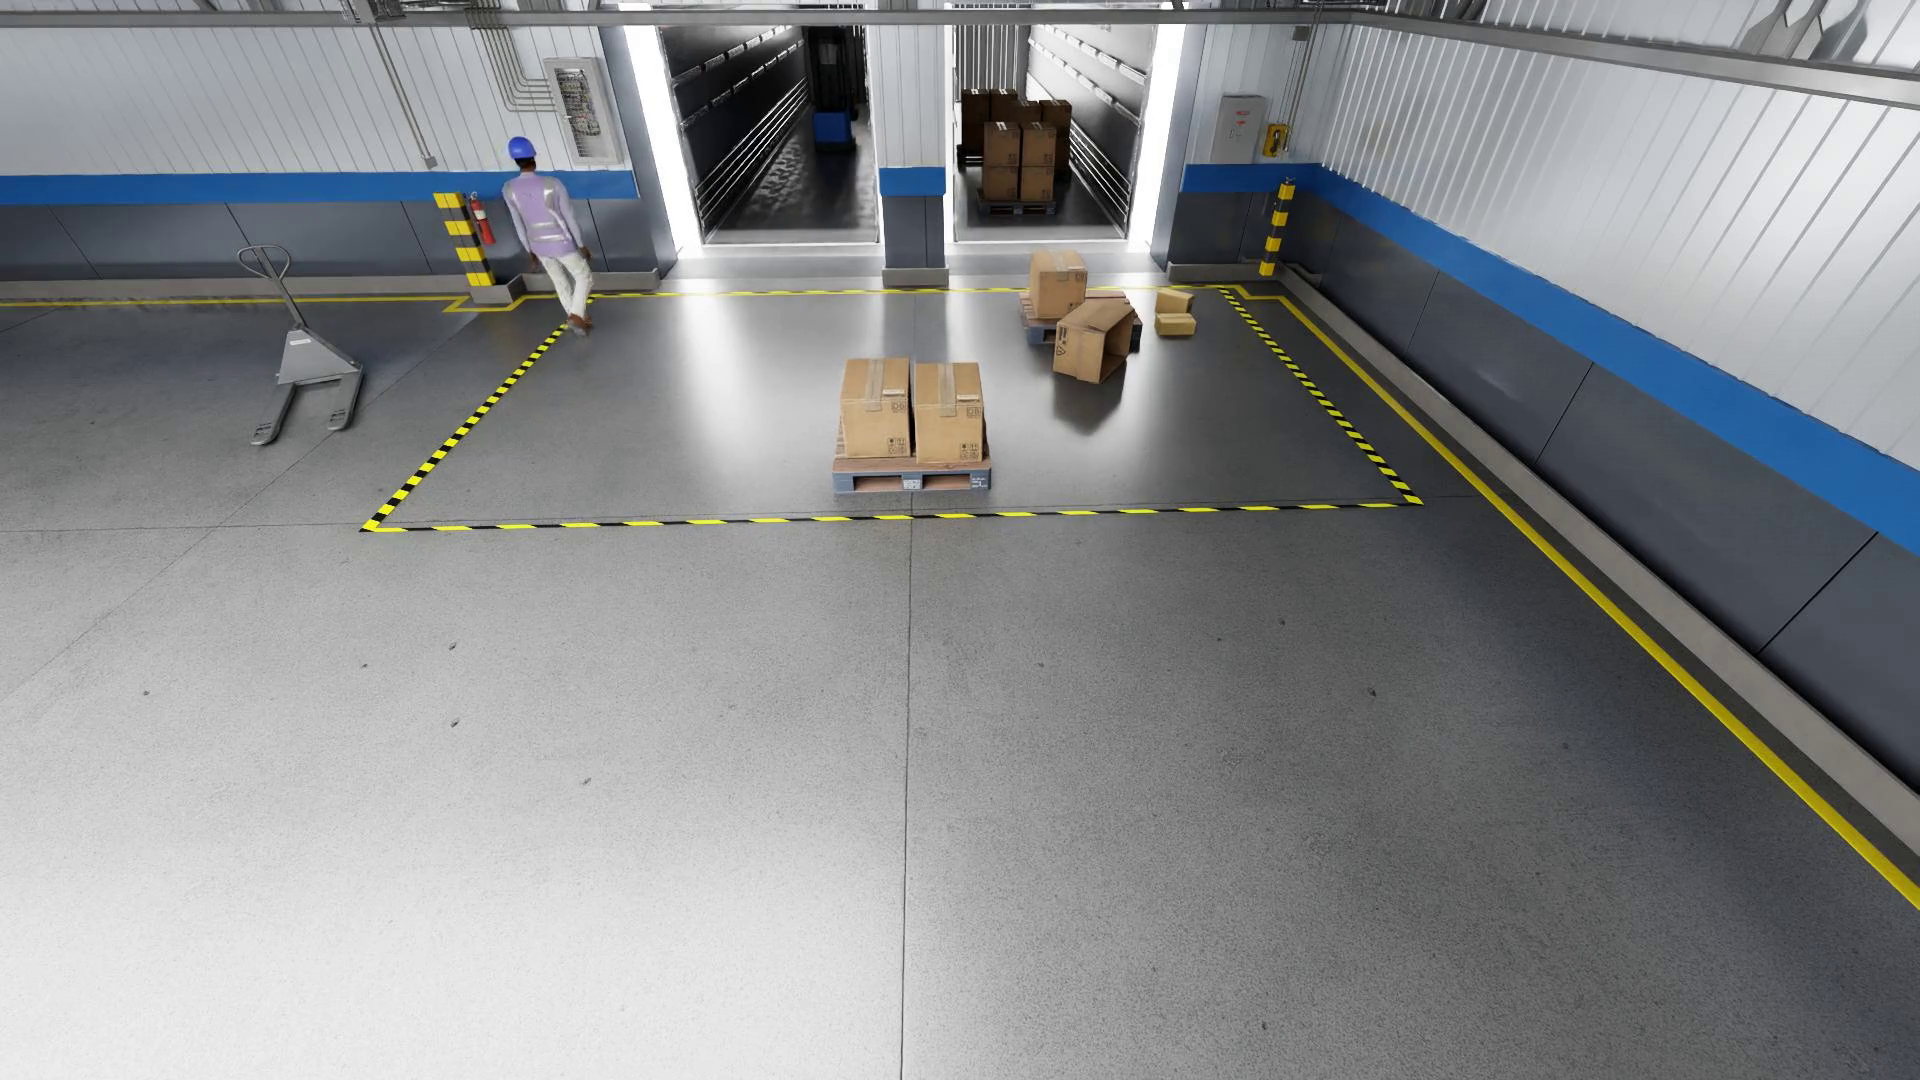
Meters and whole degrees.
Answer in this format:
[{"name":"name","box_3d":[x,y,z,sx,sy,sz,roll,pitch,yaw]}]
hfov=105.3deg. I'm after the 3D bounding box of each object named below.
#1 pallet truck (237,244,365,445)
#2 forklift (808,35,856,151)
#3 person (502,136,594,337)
[{"name":"pallet truck","box_3d":[-5.915,-1.733,6.366,0.680,1.201,1.601,-18,42,-21]},{"name":"forklift","box_3d":[-2.681,-9.141,15.056,0.716,2.013,0.776,-1,38,-1]},{"name":"person","box_3d":[-4.060,-2.920,7.310,0.620,1.924,0.662,-1,38,-1]}]
